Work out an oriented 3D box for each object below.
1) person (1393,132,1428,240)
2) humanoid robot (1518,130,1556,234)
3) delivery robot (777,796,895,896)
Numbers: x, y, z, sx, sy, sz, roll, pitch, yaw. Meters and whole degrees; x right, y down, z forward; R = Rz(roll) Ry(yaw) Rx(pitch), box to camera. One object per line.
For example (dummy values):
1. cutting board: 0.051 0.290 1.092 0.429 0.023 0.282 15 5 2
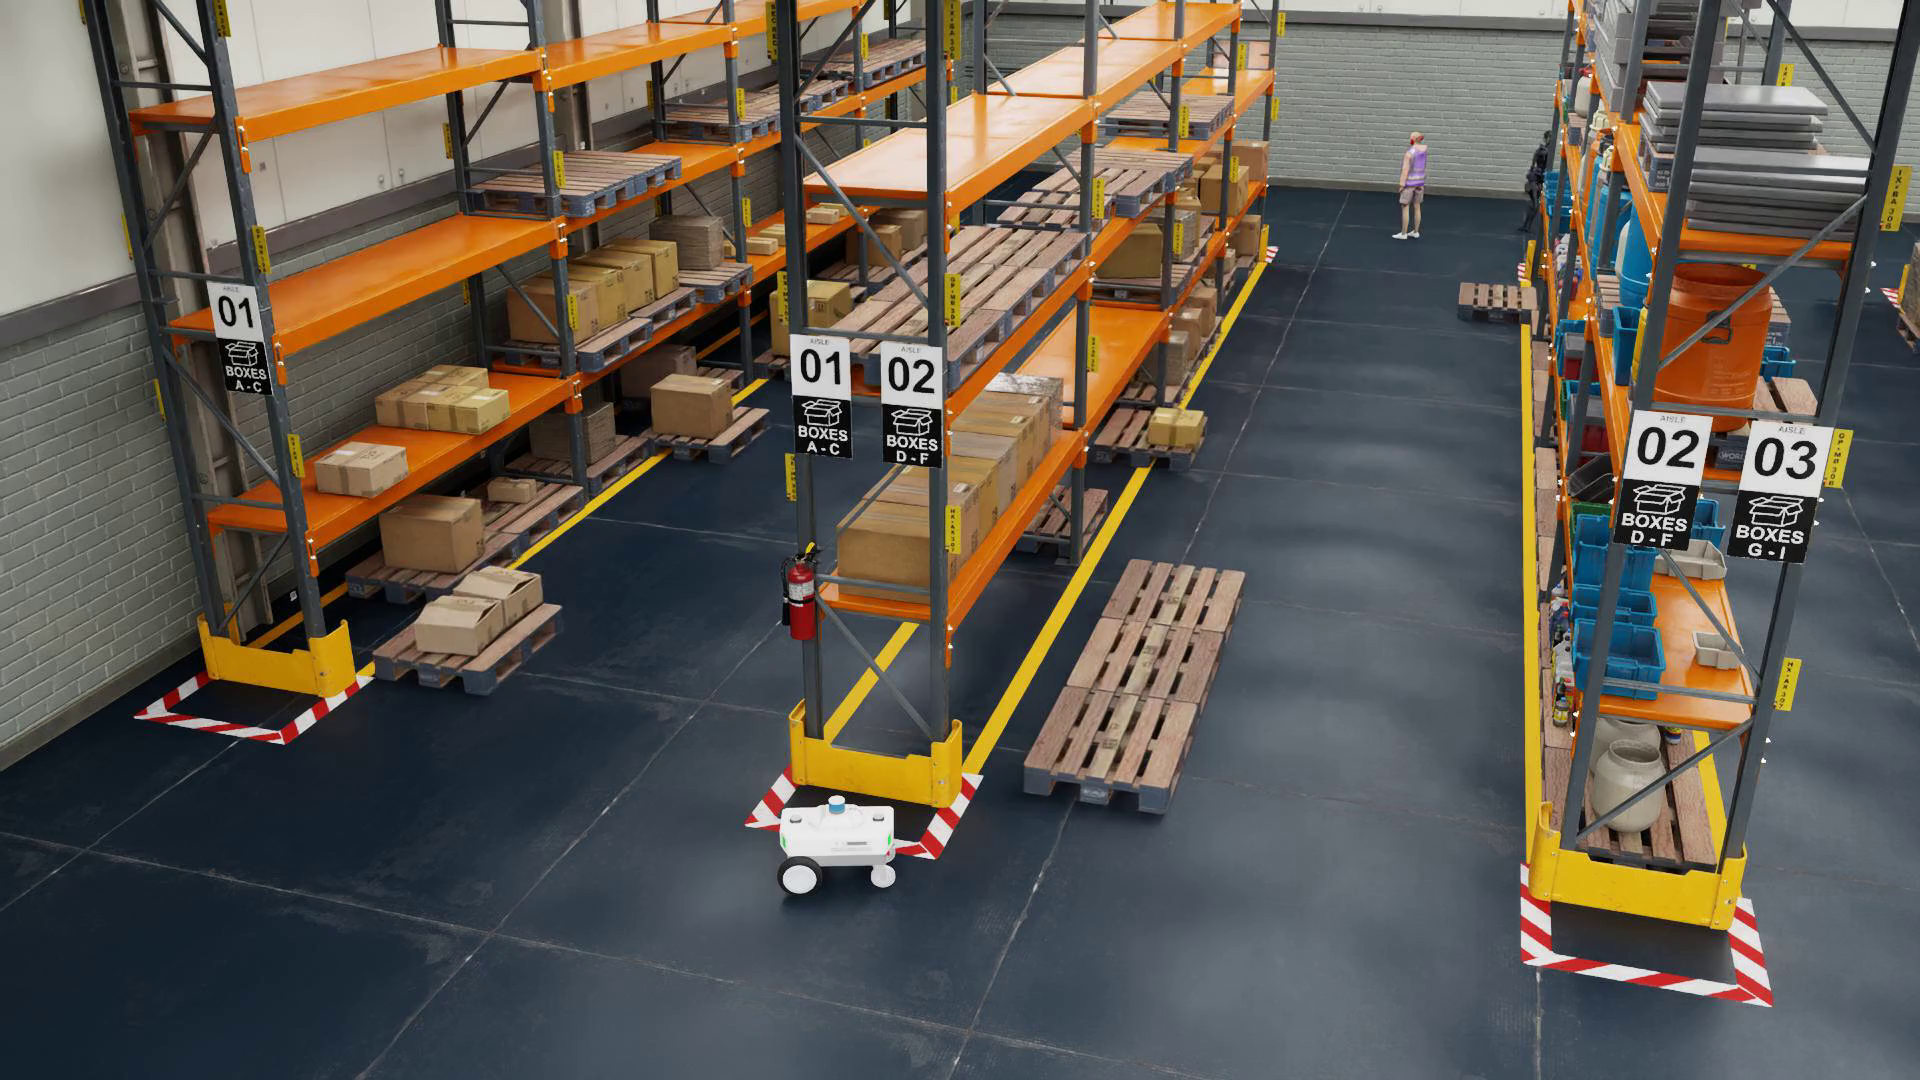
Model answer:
1. person: 7.182 -5.621 26.416 0.491 1.688 0.348 -13 27 -28
2. humanoid robot: 9.314 -5.761 26.767 0.606 1.644 0.510 -17 28 -33
3. delivery robot: -0.800 1.895 10.441 0.791 0.614 0.499 -1 23 -2
